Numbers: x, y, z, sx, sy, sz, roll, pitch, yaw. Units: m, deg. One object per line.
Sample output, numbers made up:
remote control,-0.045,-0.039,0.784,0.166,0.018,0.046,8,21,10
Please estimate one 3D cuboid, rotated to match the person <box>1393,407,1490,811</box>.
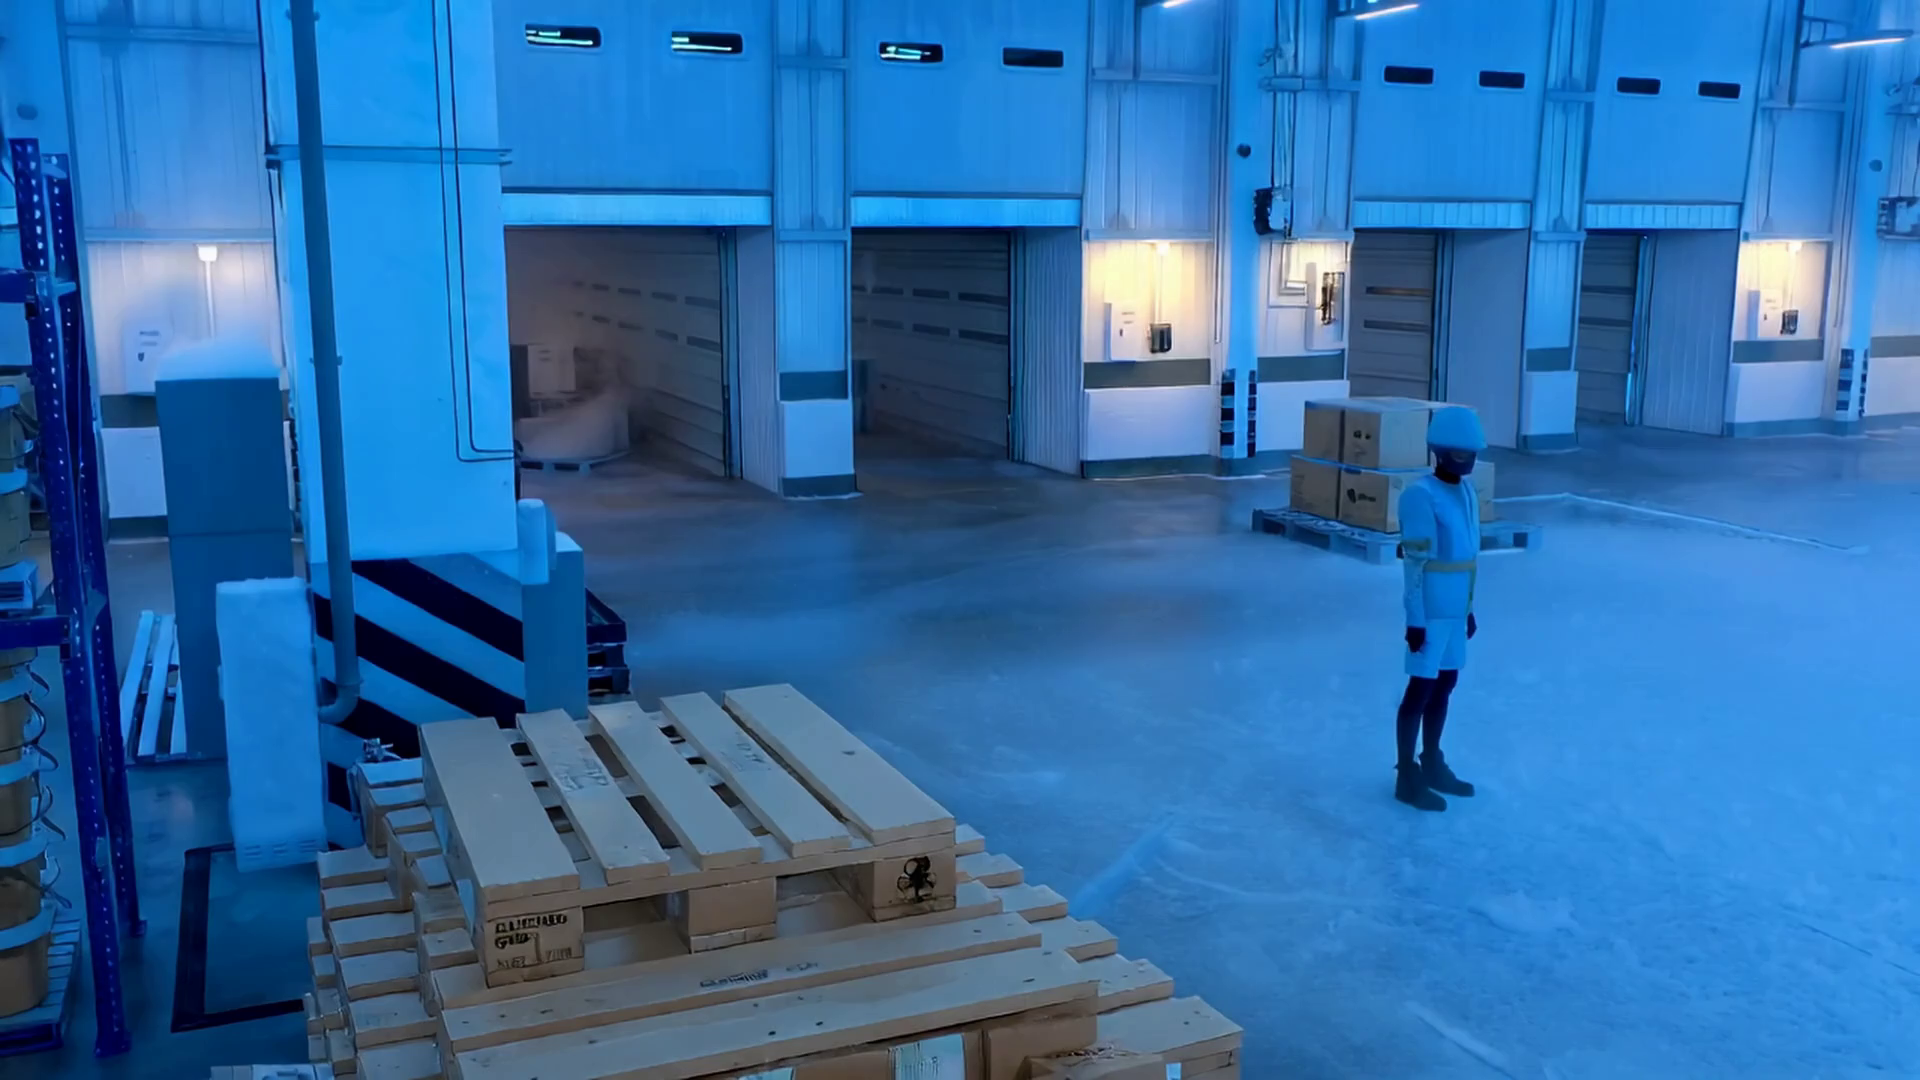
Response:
person,2.335,0.324,8.002,0.553,1.935,0.363,-10,14,-44
